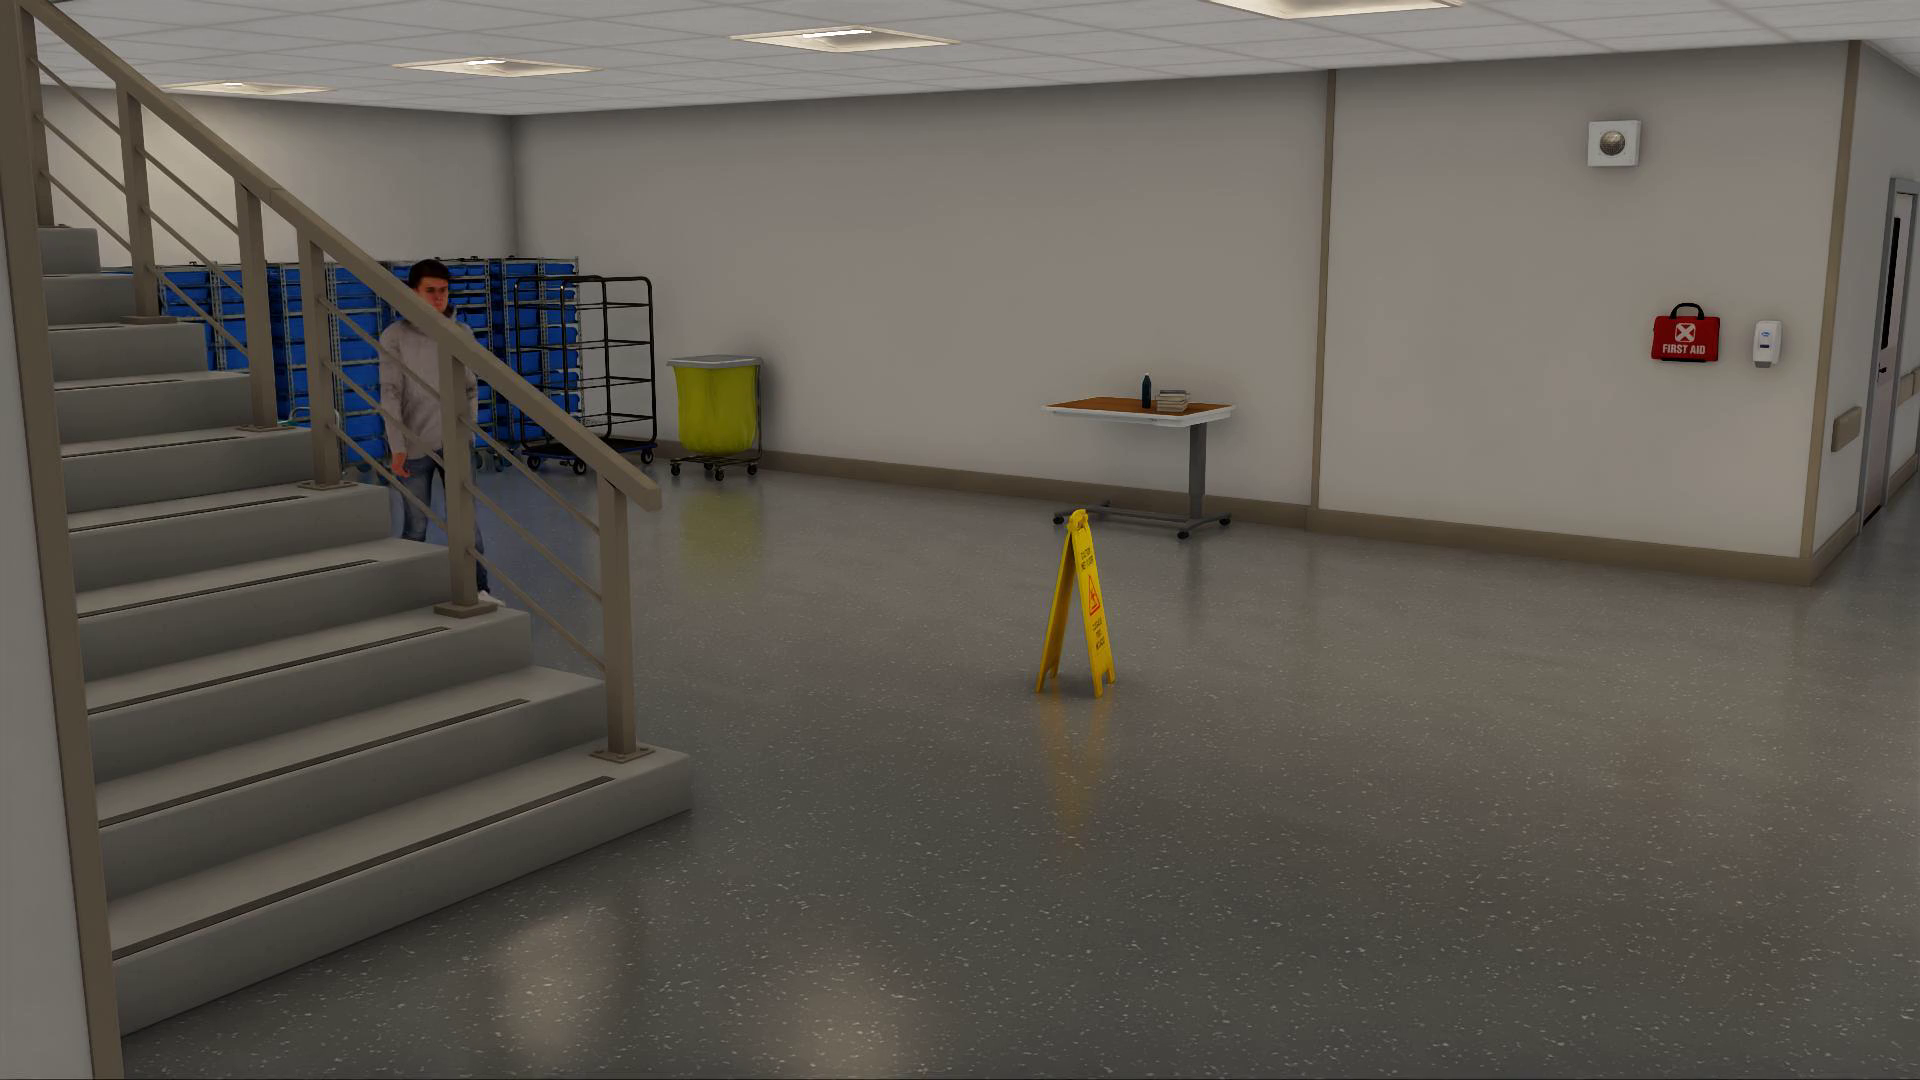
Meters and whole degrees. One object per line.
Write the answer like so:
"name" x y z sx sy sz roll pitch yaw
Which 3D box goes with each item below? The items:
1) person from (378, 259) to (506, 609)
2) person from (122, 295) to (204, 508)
"person" -2.701 -0.464 8.404 0.977 1.805 1.277 -7 13 -32
"person" -3.905 -0.399 8.278 0.967 1.694 0.723 5 12 25
